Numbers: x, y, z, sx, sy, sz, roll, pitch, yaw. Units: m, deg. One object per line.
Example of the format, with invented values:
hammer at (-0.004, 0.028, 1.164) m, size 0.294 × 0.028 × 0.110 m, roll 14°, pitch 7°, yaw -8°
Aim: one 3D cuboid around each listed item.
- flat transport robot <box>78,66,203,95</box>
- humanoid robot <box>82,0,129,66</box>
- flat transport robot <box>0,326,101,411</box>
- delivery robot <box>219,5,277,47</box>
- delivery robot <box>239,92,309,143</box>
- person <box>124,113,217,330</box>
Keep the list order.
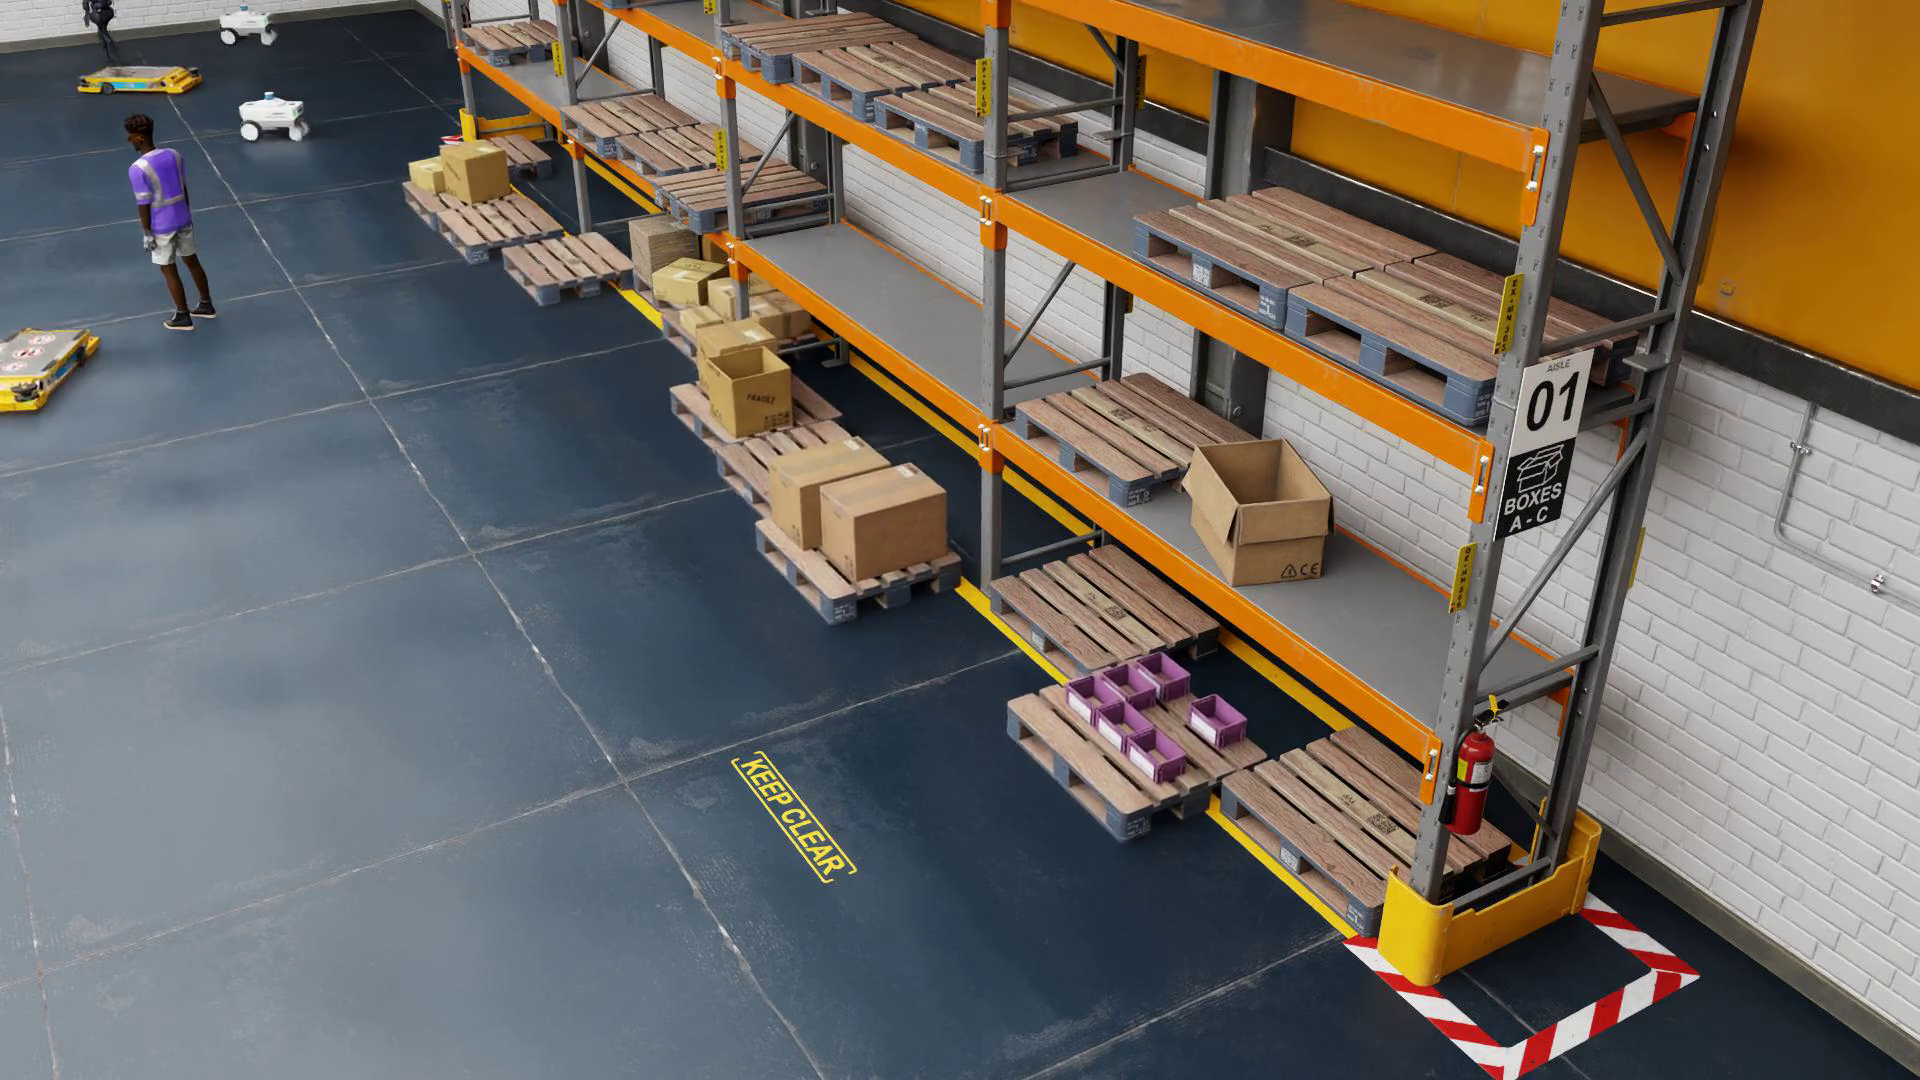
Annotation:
flat transport robot at (-11.201, -6.281, 22.721) m, size 1.431 × 0.231 × 0.659 m, roll 1°, pitch 30°, yaw 1°
humanoid robot at (-12.170, -7.470, 23.411) m, size 0.634 × 1.640 × 0.613 m, roll 3°, pitch 30°, yaw 4°
flat transport robot at (-7.967, -1.472, 14.230) m, size 0.659 × 0.231 × 1.431 m, roll -2°, pitch 30°, yaw -4°
delivery robot at (-10.710, -7.740, 24.991) m, size 0.756 × 0.580 × 0.499 m, roll -2°, pitch 30°, yaw -4°
delivery robot at (-8.516, -5.229, 20.584) m, size 0.807 × 0.606 × 0.499 m, roll -1°, pitch 30°, yaw -1°
person at (-7.141, -2.863, 14.977) m, size 0.377 × 1.957 × 0.610 m, roll 9°, pitch 31°, yaw 15°
